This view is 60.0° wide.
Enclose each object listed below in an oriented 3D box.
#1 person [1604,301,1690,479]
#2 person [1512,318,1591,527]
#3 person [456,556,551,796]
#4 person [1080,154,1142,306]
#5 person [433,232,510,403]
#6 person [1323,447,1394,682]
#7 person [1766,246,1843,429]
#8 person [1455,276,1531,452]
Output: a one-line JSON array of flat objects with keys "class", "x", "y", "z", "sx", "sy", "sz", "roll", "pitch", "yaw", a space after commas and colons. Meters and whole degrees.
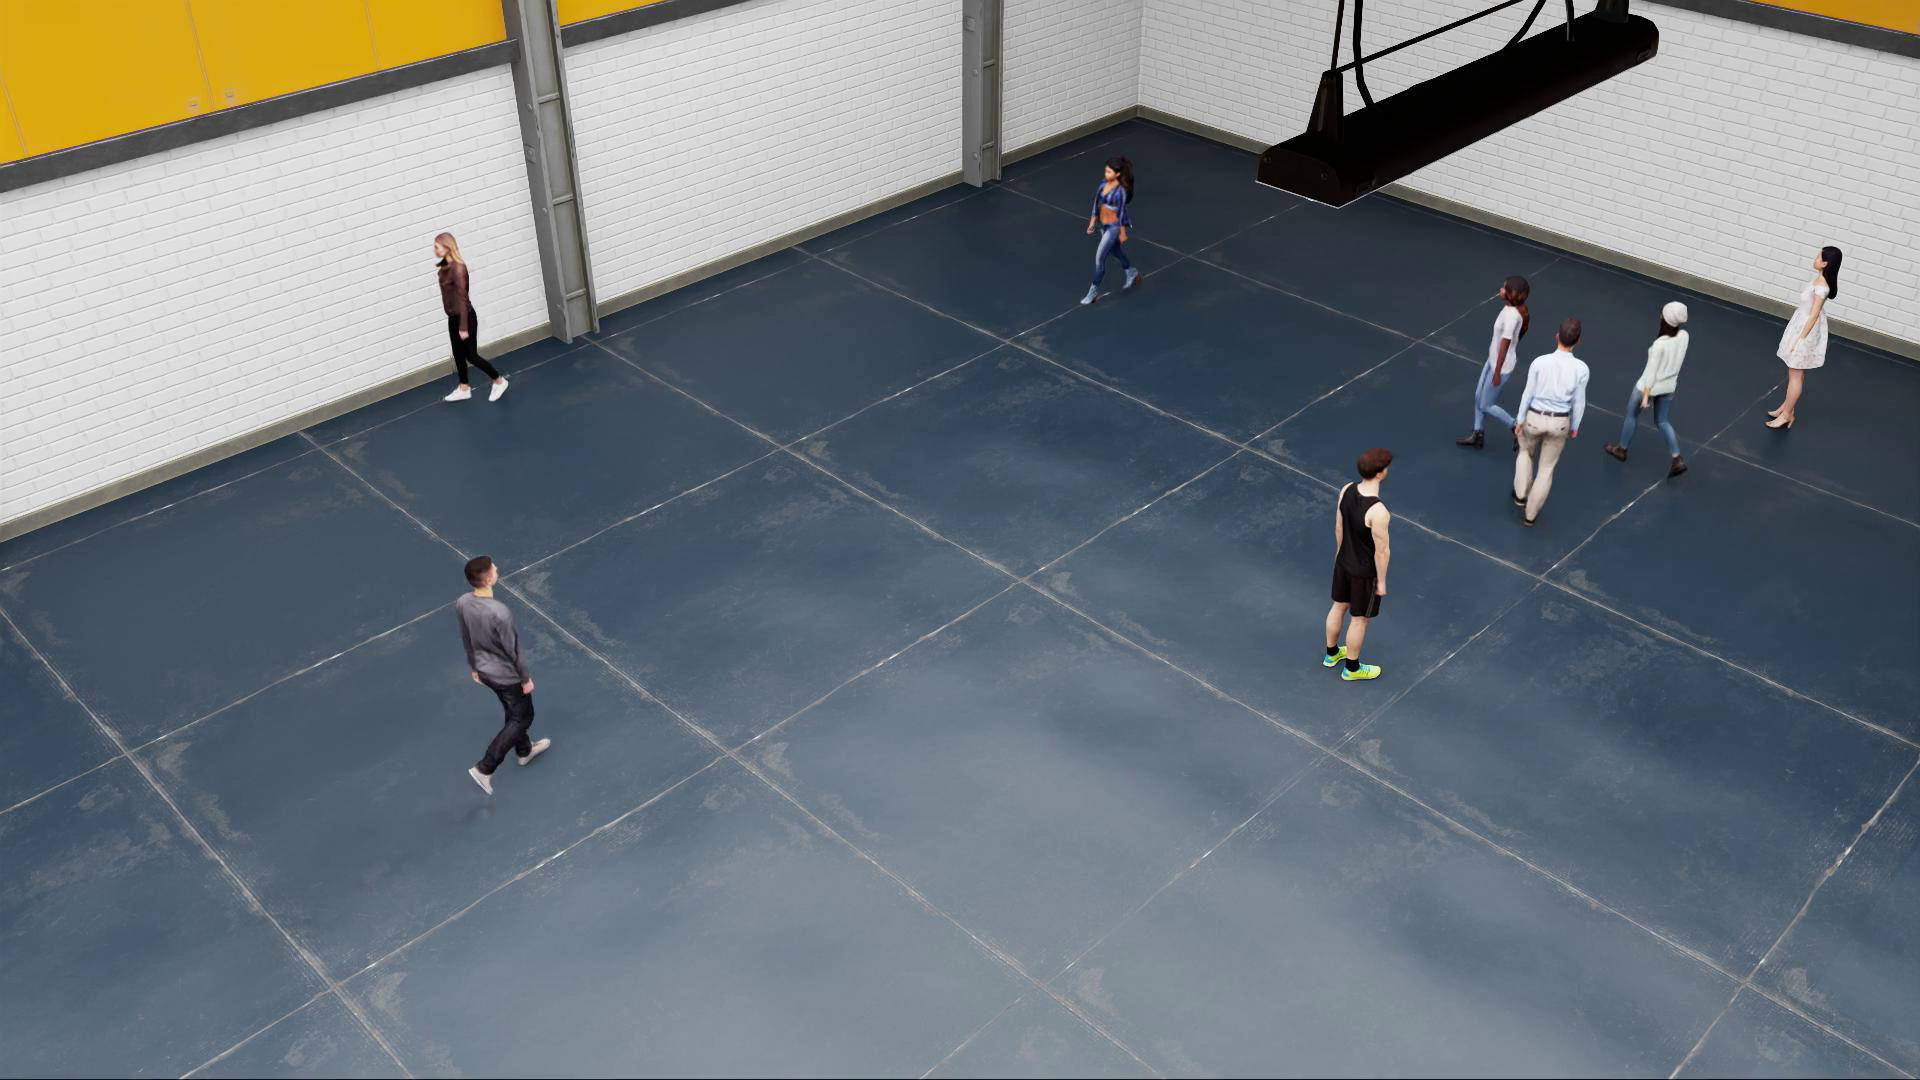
[{"class": "person", "x": 6.124, "y": -1.291, "z": 14.441, "sx": 1.062, "sy": 1.621, "sz": 0.875, "roll": -15, "pitch": 36, "yaw": -21}, {"class": "person", "x": 4.827, "y": -0.926, "z": 13.701, "sx": 0.812, "sy": 1.833, "sz": 0.879, "roll": 12, "pitch": 35, "yaw": 17}, {"class": "person", "x": -3.087, "y": 0.917, "z": 11.010, "sx": 0.753, "sy": 1.743, "sz": 1.020, "roll": 19, "pitch": 38, "yaw": 26}, {"class": "person", "x": 1.642, "y": -3.273, "z": 17.462, "sx": 1.118, "sy": 1.579, "sz": 0.809, "roll": -17, "pitch": 37, "yaw": -24}, {"class": "person", "x": -4.612, "y": -2.072, "z": 15.539, "sx": 0.848, "sy": 1.707, "sz": 0.692, "roll": -21, "pitch": 39, "yaw": -28}, {"class": "person", "x": 2.881, "y": 0.174, "z": 11.991, "sx": 0.694, "sy": 1.893, "sz": 0.737, "roll": -16, "pitch": 37, "yaw": -23}, {"class": "person", "x": 7.690, "y": -1.845, "z": 15.136, "sx": 0.776, "sy": 1.775, "sz": 0.660, "roll": 18, "pitch": 37, "yaw": 25}, {"class": "person", "x": 4.837, "y": -1.513, "z": 14.700, "sx": 0.905, "sy": 1.705, "sz": 0.919, "roll": 8, "pitch": 35, "yaw": 12}]
